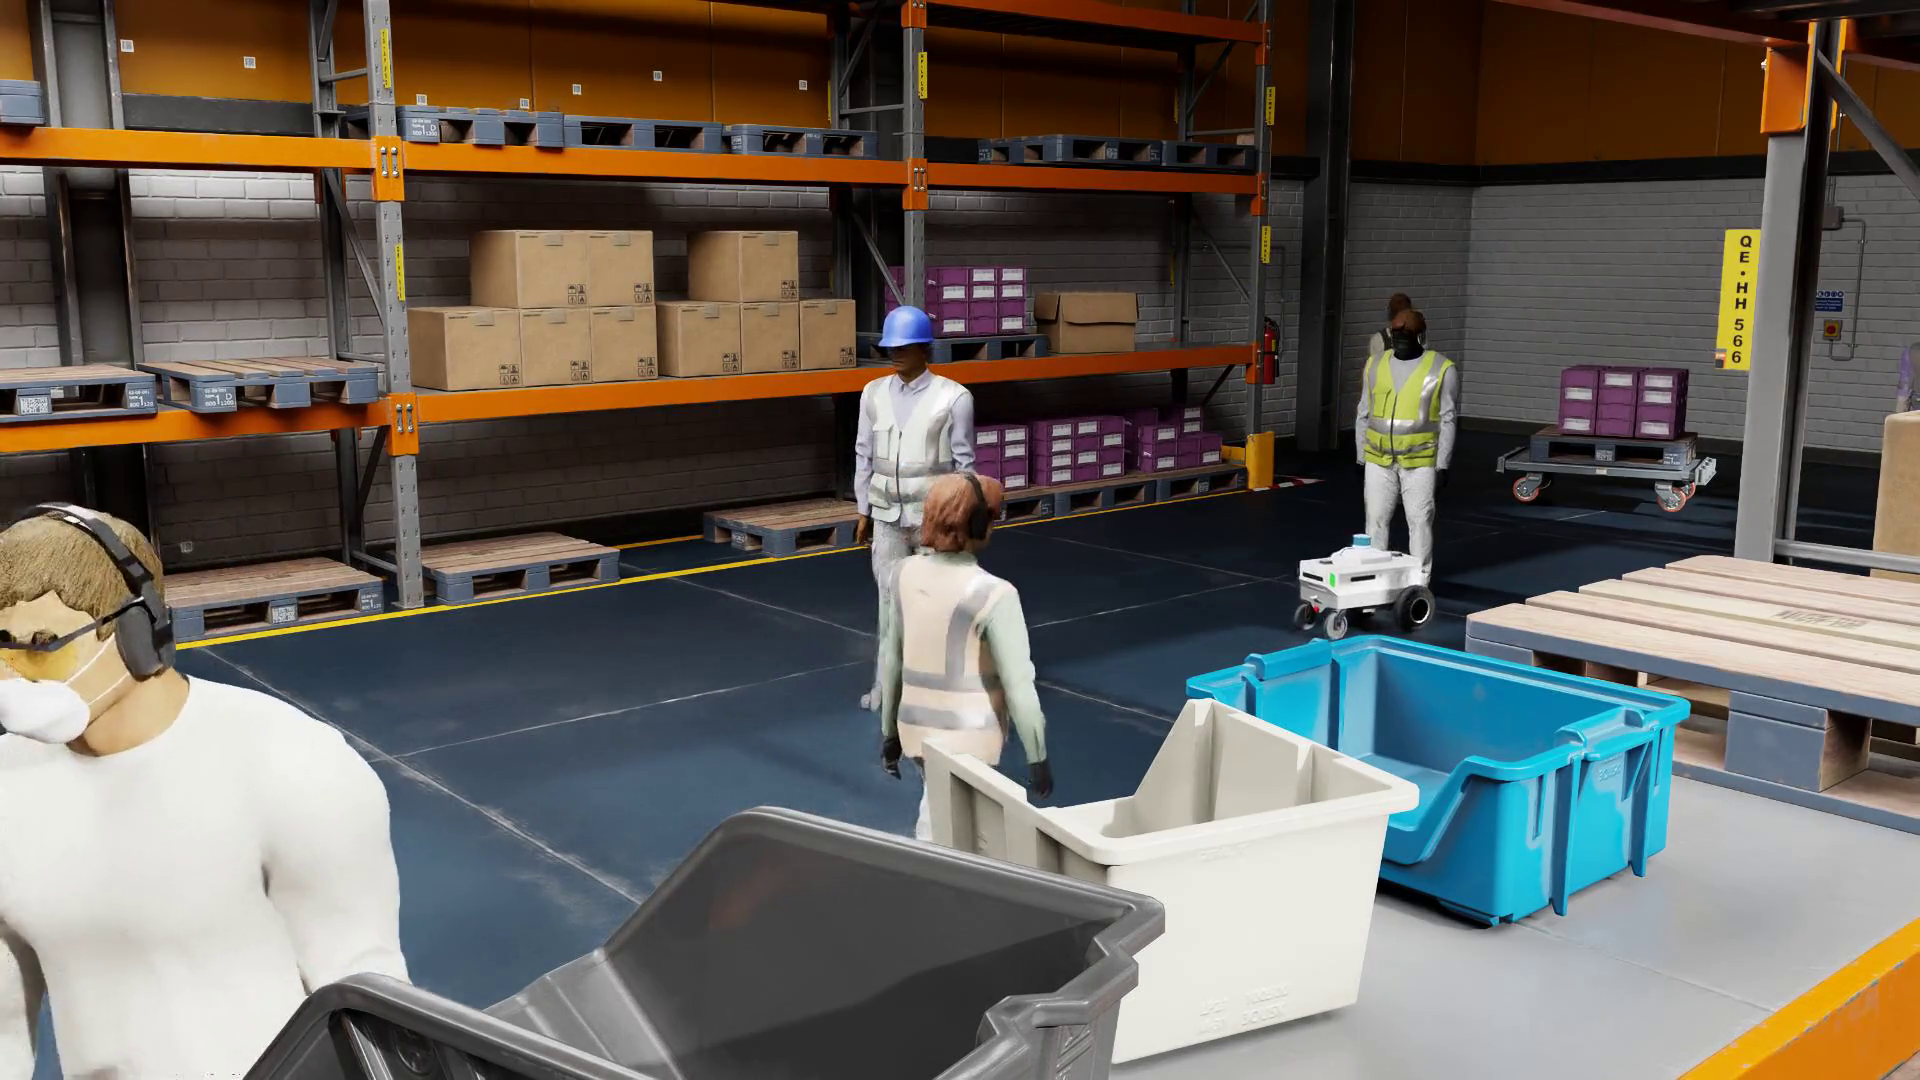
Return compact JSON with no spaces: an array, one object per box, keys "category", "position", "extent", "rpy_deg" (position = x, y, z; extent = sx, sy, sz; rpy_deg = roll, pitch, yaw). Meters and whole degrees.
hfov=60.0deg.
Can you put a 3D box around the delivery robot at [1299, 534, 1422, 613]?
[{"category":"delivery robot","position":[2.313,0.210,9.611],"extent":[0.707,0.478,0.477],"rpy_deg":[-5,11,-27]}]

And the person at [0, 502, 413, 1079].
[{"category":"person","position":[-1.019,0.886,2.274],"extent":[0.691,1.923,0.698],"rpy_deg":[3,11,16]}]

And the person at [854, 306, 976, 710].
[{"category":"person","position":[-0.227,-0.130,7.876],"extent":[0.615,1.945,0.404],"rpy_deg":[5,11,24]}]

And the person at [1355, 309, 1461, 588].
[{"category":"person","position":[2.717,-0.489,10.222],"extent":[0.638,1.836,0.430],"rpy_deg":[7,12,34]}]

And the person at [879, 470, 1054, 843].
[{"category":"person","position":[0.023,0.591,4.824],"extent":[0.874,1.583,0.543],"rpy_deg":[-8,13,-38]}]

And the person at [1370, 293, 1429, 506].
[{"category":"person","position":[3.650,-1.150,13.930],"extent":[0.521,1.825,0.786],"rpy_deg":[8,13,38]}]

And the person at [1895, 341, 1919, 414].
[{"category":"person","position":[6.598,-0.705,11.154],"extent":[0.595,1.925,0.371],"rpy_deg":[8,13,37]}]
